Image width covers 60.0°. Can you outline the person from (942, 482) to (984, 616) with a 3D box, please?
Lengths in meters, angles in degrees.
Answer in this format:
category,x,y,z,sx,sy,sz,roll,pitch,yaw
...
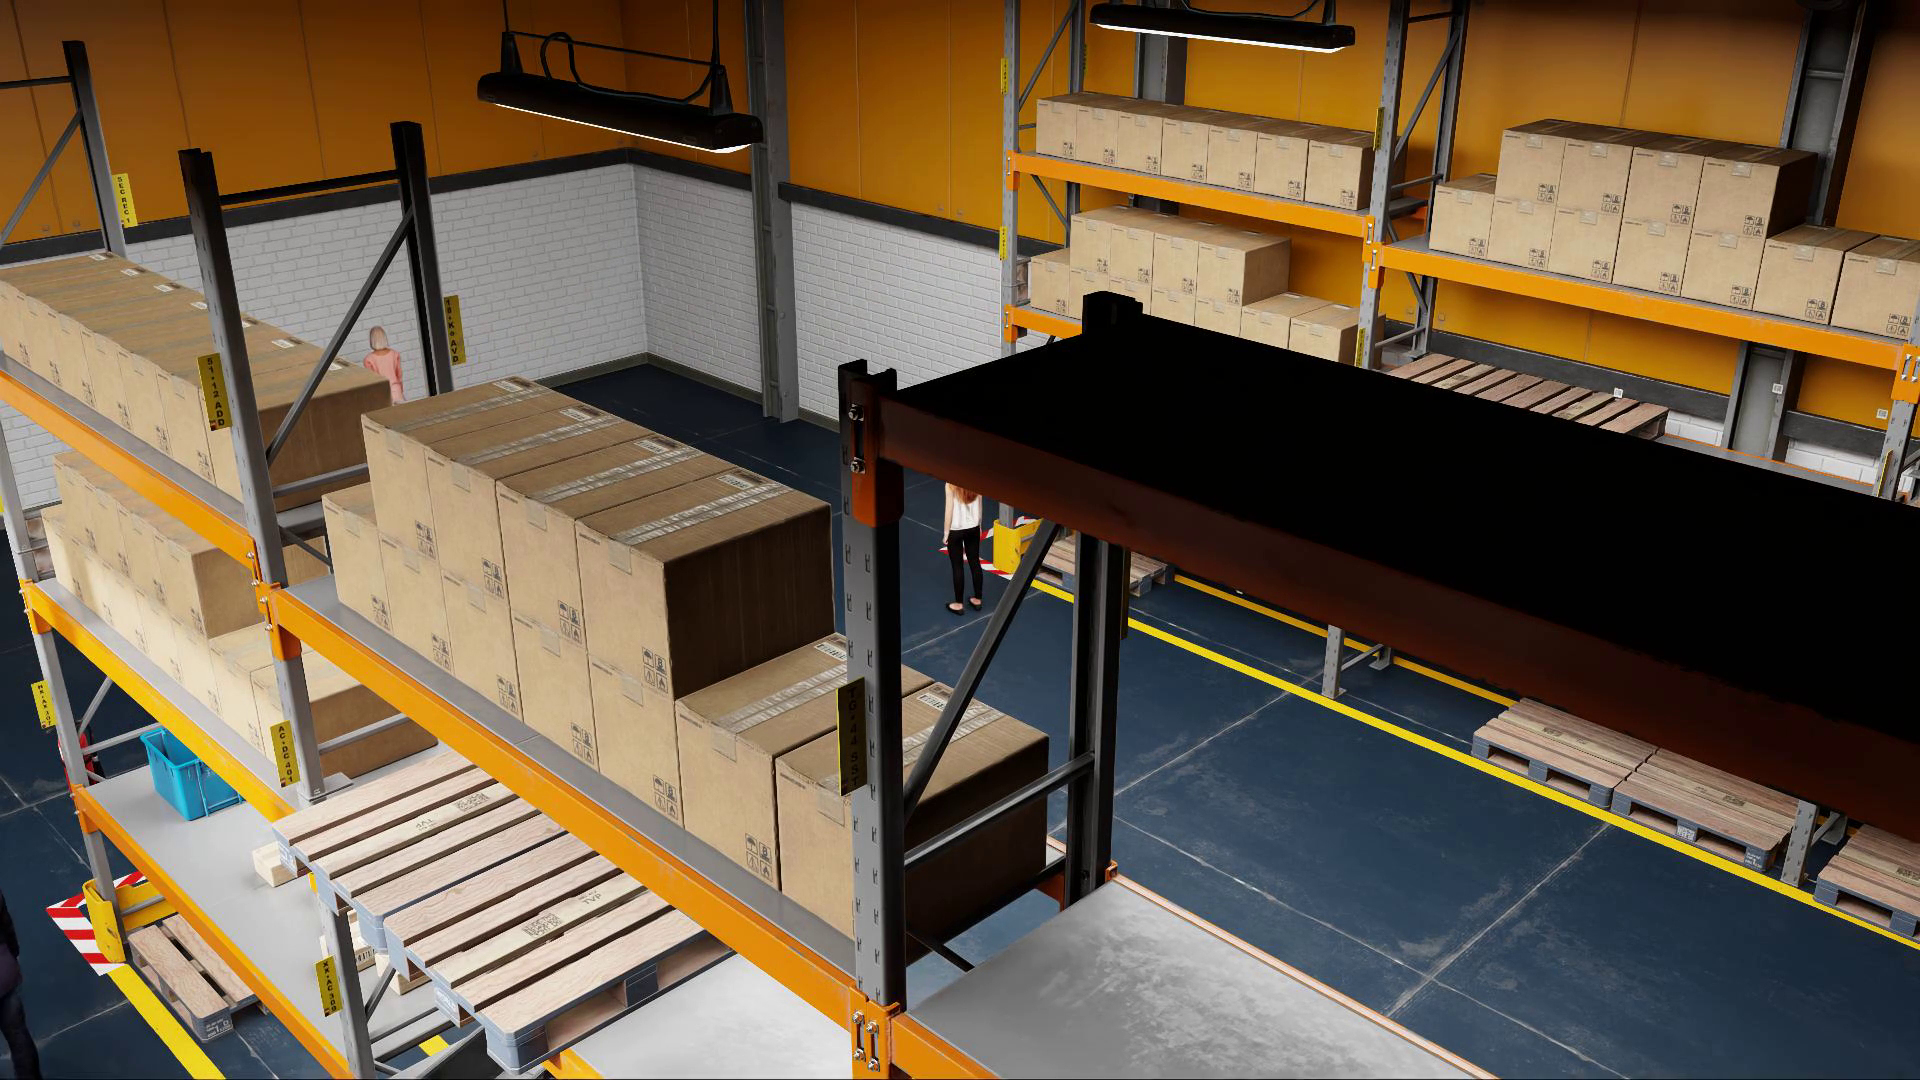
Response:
category,x,y,z,sx,sy,sz,roll,pitch,yaw
person,0.043,-0.099,16.130,0.631,1.720,0.591,-13,27,-27

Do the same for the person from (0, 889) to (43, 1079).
category,x,y,z,sx,sy,sz,roll,pitch,yaw
person,-5.729,2.627,9.804,0.987,1.792,0.843,14,27,30

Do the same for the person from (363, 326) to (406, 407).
category,x,y,z,sx,sy,sz,roll,pitch,yaw
person,-6.820,-1.714,19.819,0.615,1.724,0.541,-19,30,-36
